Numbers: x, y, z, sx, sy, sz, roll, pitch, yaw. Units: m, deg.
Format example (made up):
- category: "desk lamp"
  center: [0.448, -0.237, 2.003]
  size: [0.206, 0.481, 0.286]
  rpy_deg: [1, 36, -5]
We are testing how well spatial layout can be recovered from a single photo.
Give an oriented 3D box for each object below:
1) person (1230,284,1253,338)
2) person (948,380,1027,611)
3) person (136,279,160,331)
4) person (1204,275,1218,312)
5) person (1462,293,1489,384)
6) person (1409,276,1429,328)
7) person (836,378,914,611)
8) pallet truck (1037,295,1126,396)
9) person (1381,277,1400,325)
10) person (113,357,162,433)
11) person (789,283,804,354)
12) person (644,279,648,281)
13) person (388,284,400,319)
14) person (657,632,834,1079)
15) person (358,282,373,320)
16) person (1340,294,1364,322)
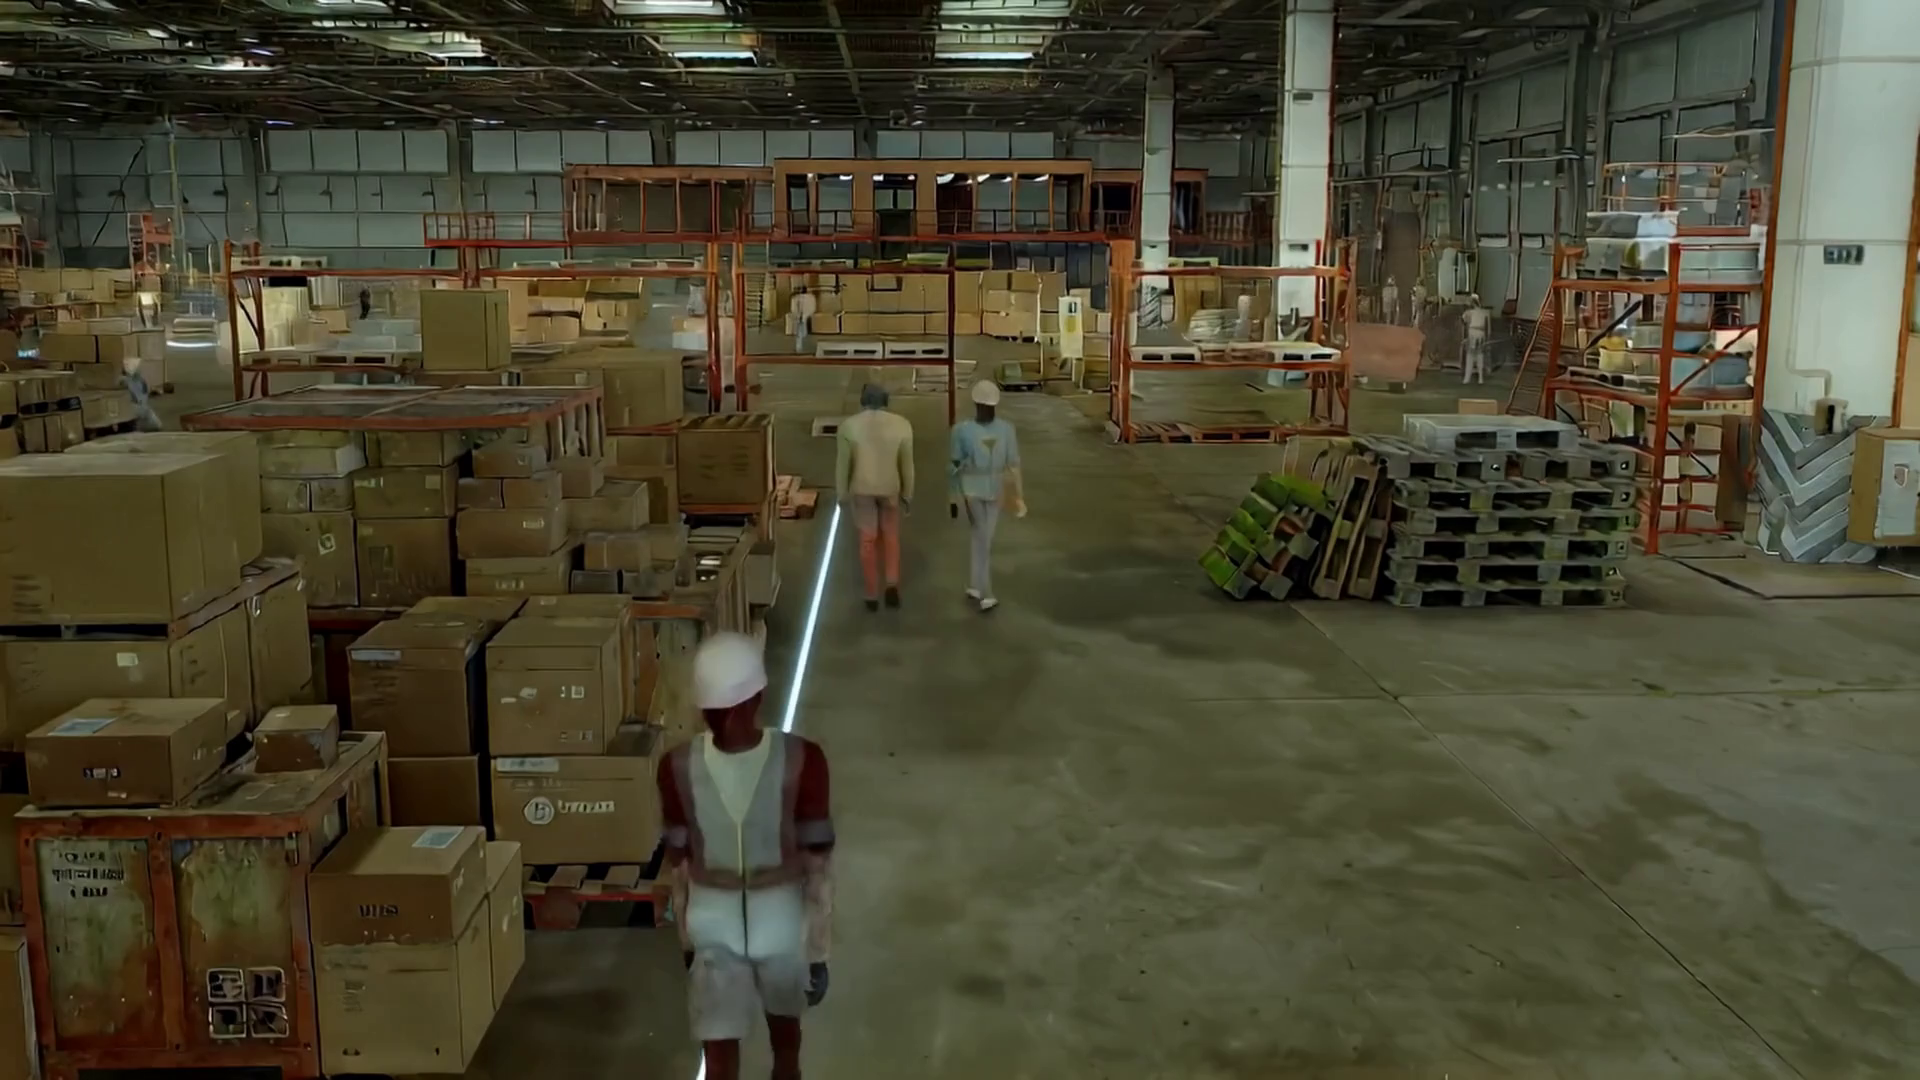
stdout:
- category: "person"
  center: [8.868, -7.196, 52.316]
  size: [0.791, 1.714, 0.492]
  rpy_deg: [-3, 11, -17]
- category: "person"
  center: [0.251, -0.370, 13.783]
  size: [0.599, 1.888, 0.891]
  rpy_deg: [-5, 11, -25]
- category: "person"
  center: [-23.322, -6.511, 47.798]
  size: [0.614, 1.963, 0.361]
  rpy_deg: [-8, 13, -36]
- category: "person"
  center: [10.778, -10.780, 71.534]
  size: [0.612, 1.986, 0.407]
  rpy_deg: [3, 11, 18]
- category: "person"
  center: [11.040, -4.318, 35.649]
  size: [0.545, 1.942, 0.350]
  rpy_deg: [1, 10, 5]
- category: "person"
  center: [14.879, -7.594, 53.922]
  size: [0.609, 1.943, 0.409]
  rpy_deg: [1, 10, 7]
- category: "person"
  center: [-0.716, -0.374, 13.757]
  size: [0.630, 1.924, 0.514]
  rpy_deg: [-2, 10, -12]
- category: "pallet truck"
  center: [2.483, -3.881, 33.060]
  size: [1.885, 1.965, 0.823]
  rpy_deg: [-7, 13, -36]
- category: "person"
  center: [13.796, -7.460, 53.314]
  size: [0.591, 1.889, 0.920]
  rpy_deg: [3, 11, 17]
- category: "person"
  center: [-10.239, -1.477, 20.762]
  size: [0.844, 1.594, 0.528]
  rpy_deg: [3, 11, 14]
- category: "person"
  center: [-4.345, -5.859, 44.297]
  size: [0.388, 1.931, 0.622]
  rpy_deg: [-3, 11, -15]
- category: "person"
  center: [-10.114, -7.500, 53.648]
  size: [0.509, 1.844, 0.329]
  rpy_deg: [5, 11, 26]
- category: "person"
  center: [-16.189, -6.428, 47.703]
  size: [0.369, 1.832, 0.571]
  rpy_deg: [1, 10, 7]
- category: "person"
  center: [-0.659, 1.181, 5.208]
  size: [0.544, 1.889, 1.032]
  rpy_deg: [0, 10, -2]
- category: "person"
  center: [-18.080, -6.952, 50.709]
  size: [0.503, 1.807, 1.011]
  rpy_deg: [3, 11, 15]
- category: "person"
  center: [9.937, -5.448, 42.354]
  size: [0.640, 1.791, 0.950]
  rpy_deg: [7, 12, 33]
